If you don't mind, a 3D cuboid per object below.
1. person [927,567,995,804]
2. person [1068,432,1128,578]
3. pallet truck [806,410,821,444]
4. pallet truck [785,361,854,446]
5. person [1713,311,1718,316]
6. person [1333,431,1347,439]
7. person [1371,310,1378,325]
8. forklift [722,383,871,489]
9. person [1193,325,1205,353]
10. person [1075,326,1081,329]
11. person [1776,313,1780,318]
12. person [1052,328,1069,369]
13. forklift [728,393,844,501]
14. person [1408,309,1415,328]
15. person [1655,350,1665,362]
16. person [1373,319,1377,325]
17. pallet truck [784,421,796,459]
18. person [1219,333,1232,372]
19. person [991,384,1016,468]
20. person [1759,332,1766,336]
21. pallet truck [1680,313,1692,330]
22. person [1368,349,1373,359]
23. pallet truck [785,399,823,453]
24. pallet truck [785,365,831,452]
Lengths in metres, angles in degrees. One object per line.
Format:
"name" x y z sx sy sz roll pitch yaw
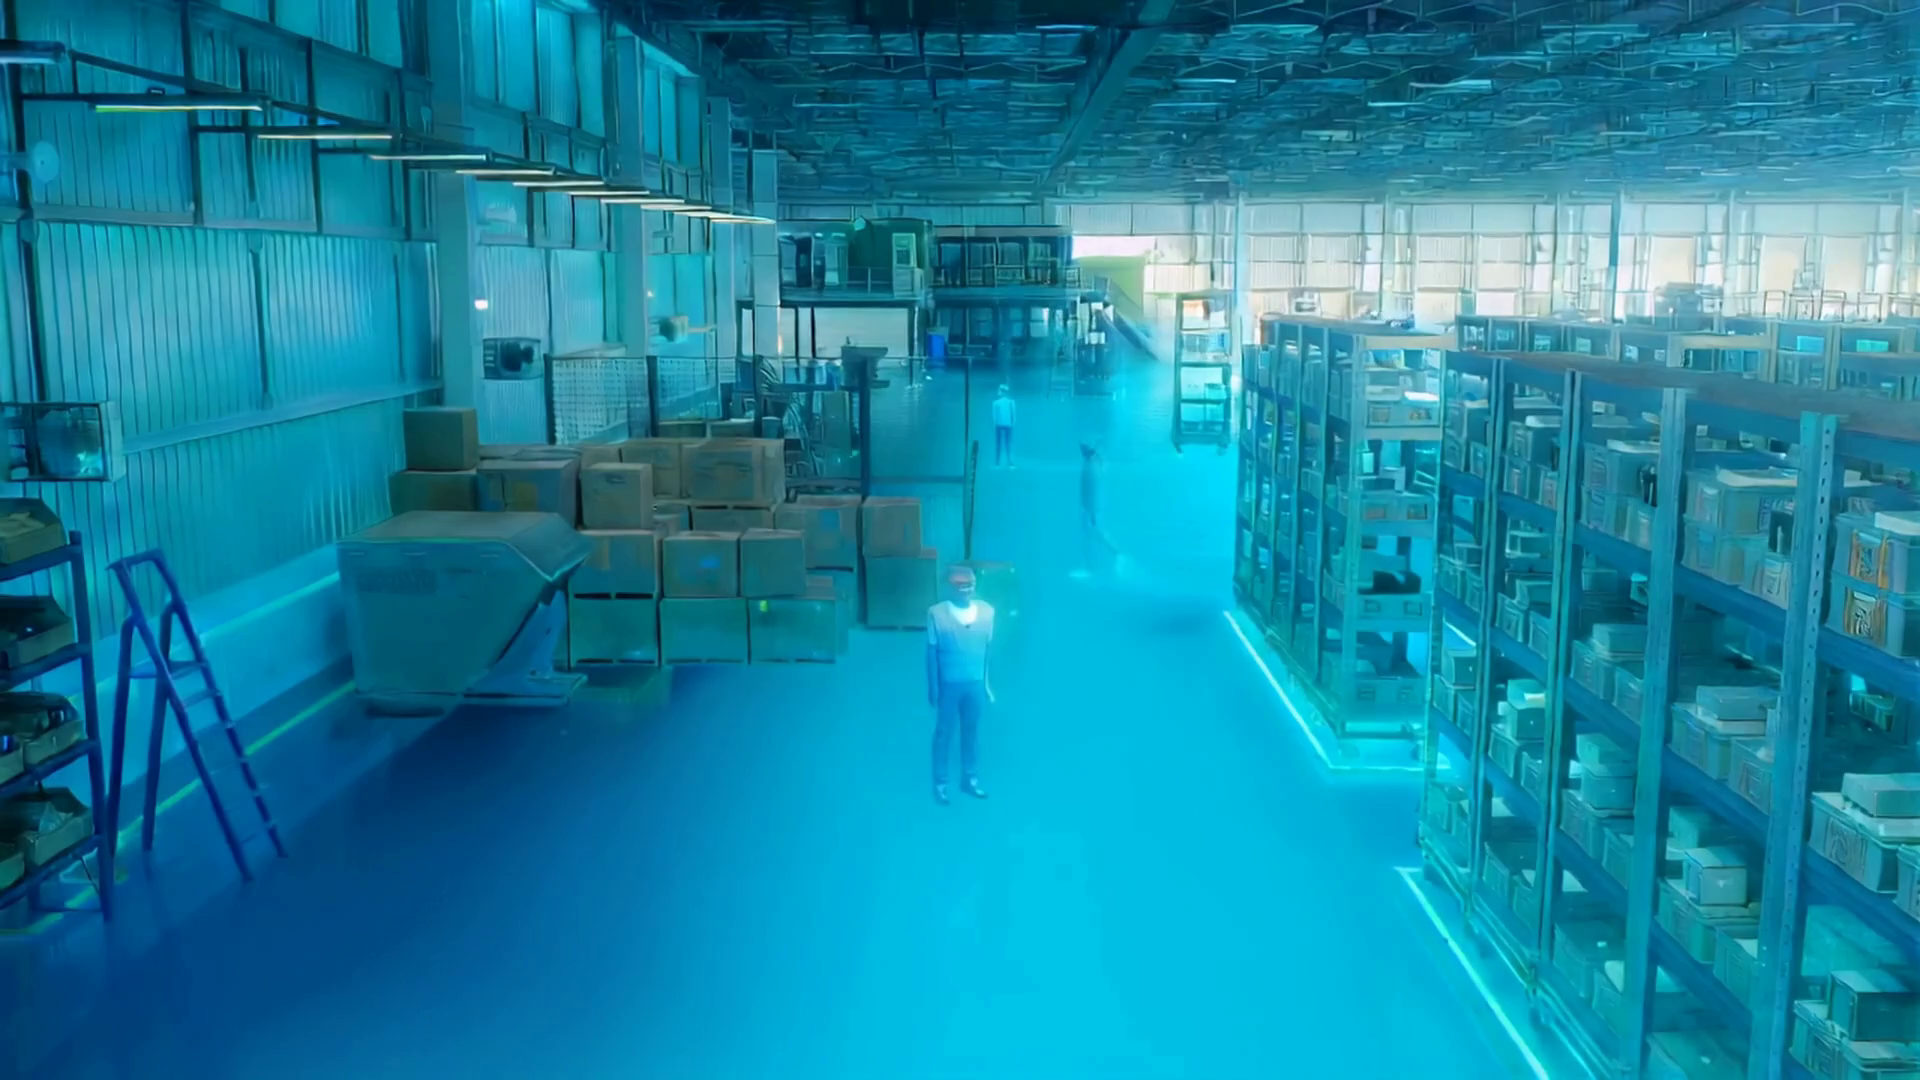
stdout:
"person" 0.003 1.107 12.923 0.564 1.842 0.393 -4 10 -25
"person" 1.833 -0.455 22.143 0.695 1.976 0.632 3 10 19
"pallet truck" -3.559 -2.018 33.905 1.522 1.261 0.704 0 9 -1
"pallet truck" -3.410 -3.193 38.978 1.885 1.965 0.823 0 9 -1
"person" 40.618 -11.354 89.529 0.400 1.926 0.566 5 11 29
"person" 5.821 -1.092 25.985 0.634 2.016 0.766 -4 10 -25
"person" 23.357 -12.077 94.061 0.985 1.891 0.622 3 10 21
"forklift" -2.893 -1.687 28.729 2.680 1.987 1.157 0 9 -1
"person" 11.904 -10.255 82.941 0.599 1.873 0.960 -1 9 -8
"person" 6.953 -12.386 95.932 0.595 1.915 0.371 -4 10 -21
"person" 42.253 -10.784 86.009 0.588 1.930 0.364 6 11 33
"person" 4.163 -8.076 69.758 0.978 1.796 0.527 -9 13 -43
"forklift" -2.979 -1.316 26.476 2.680 1.987 1.157 0 9 1
"person" 25.742 -12.229 94.931 0.367 1.926 0.594 0 9 -1
"person" 19.500 -4.345 46.421 0.573 1.880 0.998 -2 9 -12
"person" 19.219 -9.336 77.353 0.969 1.847 0.575 -8 12 -40
"pallet truck" -4.013 -1.793 32.705 1.601 1.201 0.680 0 9 1
"person" 10.819 -7.756 67.518 0.616 1.864 0.604 8 12 41
"person" 0.910 -2.375 34.660 0.523 1.763 0.329 2 9 13
"person" 35.433 -8.777 73.640 0.575 1.922 0.570 6 11 33
"pallet truck" 36.315 -10.531 84.244 0.823 1.965 1.885 -6 11 -33
"person" 12.988 -5.260 52.247 0.404 1.829 0.591 0 9 -1
"pallet truck" -3.814 -2.432 36.419 1.630 1.274 0.653 0 9 1
"pallet truck" -3.774 -2.976 37.635 1.885 1.965 0.823 1 9 5
